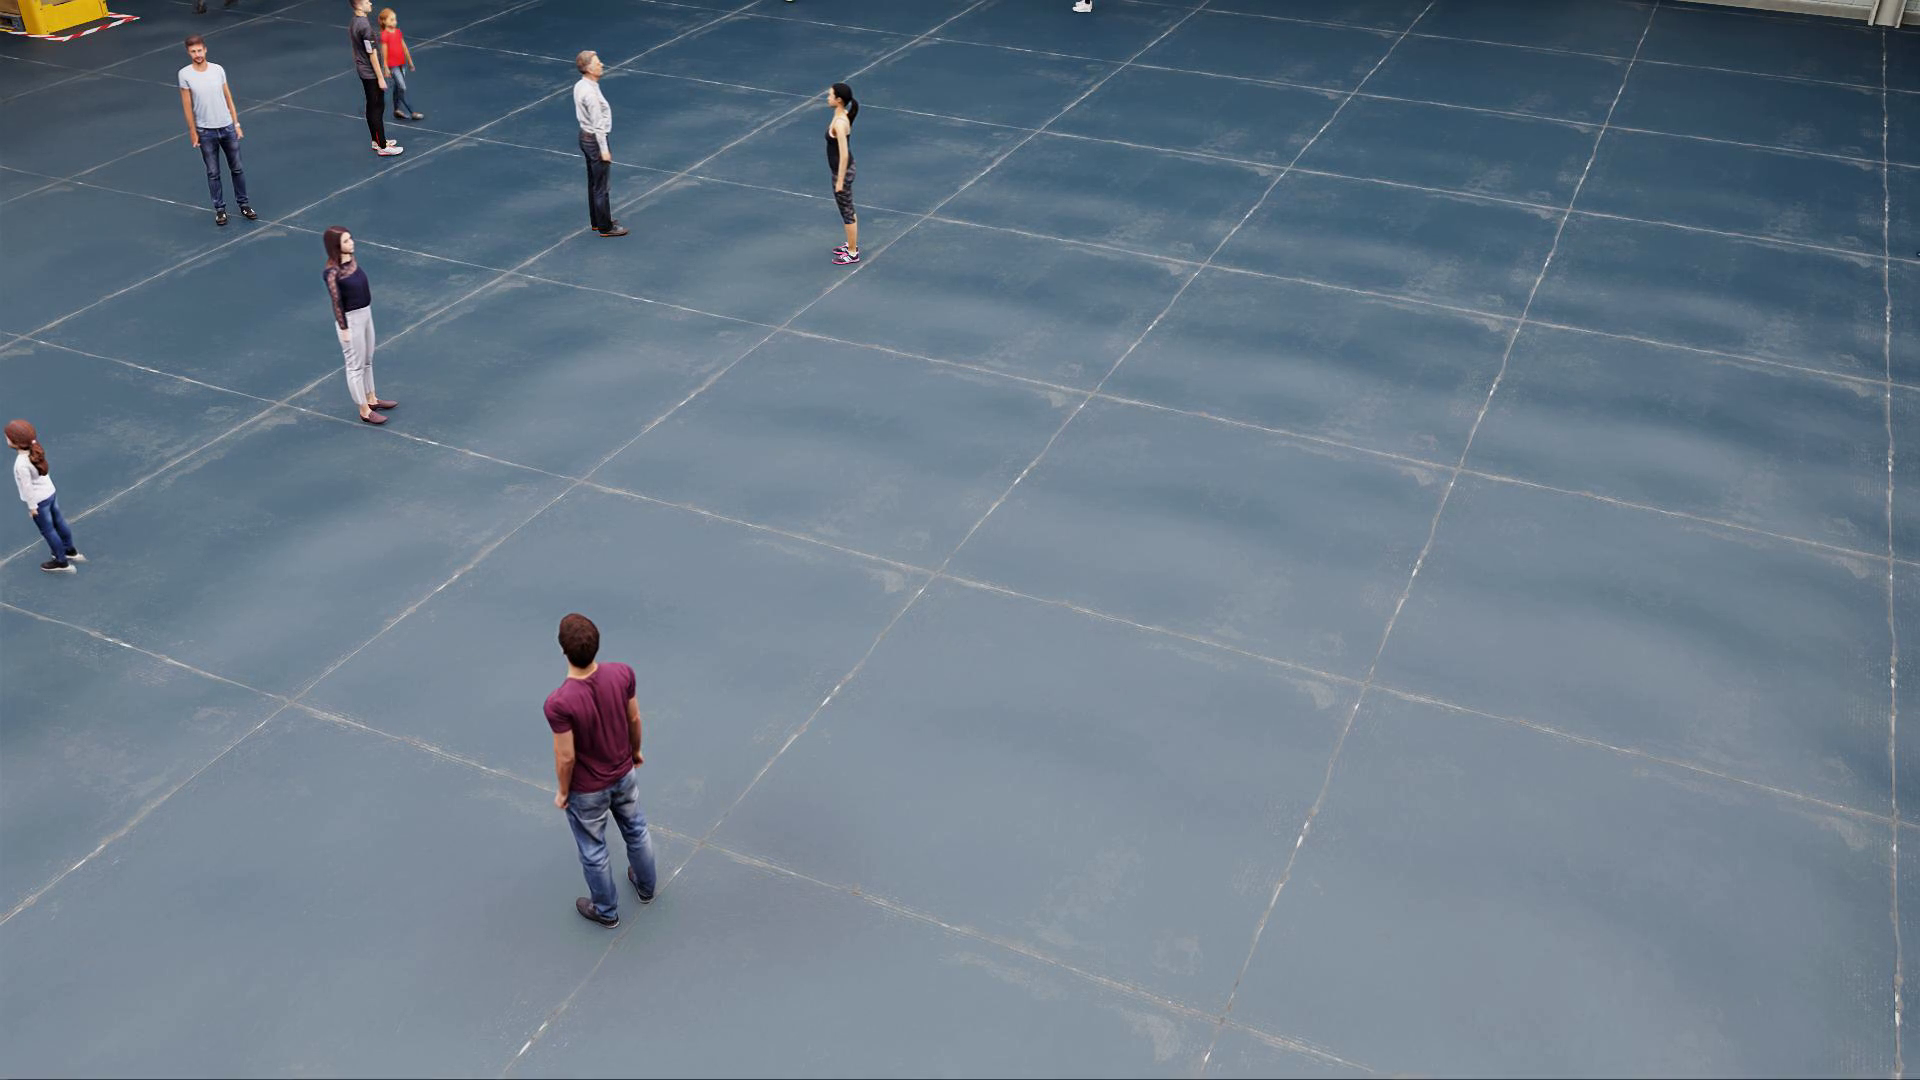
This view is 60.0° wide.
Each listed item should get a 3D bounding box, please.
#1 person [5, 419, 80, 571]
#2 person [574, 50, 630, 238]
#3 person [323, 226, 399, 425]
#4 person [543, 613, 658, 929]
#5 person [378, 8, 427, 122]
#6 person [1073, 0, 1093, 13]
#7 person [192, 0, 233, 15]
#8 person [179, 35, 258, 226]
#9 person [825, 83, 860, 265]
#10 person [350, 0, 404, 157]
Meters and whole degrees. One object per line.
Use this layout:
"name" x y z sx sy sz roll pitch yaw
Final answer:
"person" -6.277 -0.321 11.358 0.565 1.109 0.520 -2 32 -4
"person" -3.596 -3.920 16.398 0.799 1.820 0.719 -14 35 -21
"person" -4.746 -1.706 13.087 0.655 1.607 0.667 2 32 3
"person" -1.800 1.153 8.322 0.727 1.855 0.683 -27 41 -36
"person" -6.670 -5.577 19.514 0.752 1.296 0.514 12 34 19
"person" 1.798 -8.396 23.565 0.581 1.743 0.617 9 33 14
"person" -10.693 -8.339 23.609 1.010 1.601 0.784 18 37 26
"person" -7.464 -4.122 16.675 0.719 1.865 0.719 -19 37 -28
"person" -1.094 -3.481 15.786 0.653 1.730 0.643 1 32 1
"person" -6.531 -5.178 18.445 0.777 1.763 0.677 -16 36 -24
